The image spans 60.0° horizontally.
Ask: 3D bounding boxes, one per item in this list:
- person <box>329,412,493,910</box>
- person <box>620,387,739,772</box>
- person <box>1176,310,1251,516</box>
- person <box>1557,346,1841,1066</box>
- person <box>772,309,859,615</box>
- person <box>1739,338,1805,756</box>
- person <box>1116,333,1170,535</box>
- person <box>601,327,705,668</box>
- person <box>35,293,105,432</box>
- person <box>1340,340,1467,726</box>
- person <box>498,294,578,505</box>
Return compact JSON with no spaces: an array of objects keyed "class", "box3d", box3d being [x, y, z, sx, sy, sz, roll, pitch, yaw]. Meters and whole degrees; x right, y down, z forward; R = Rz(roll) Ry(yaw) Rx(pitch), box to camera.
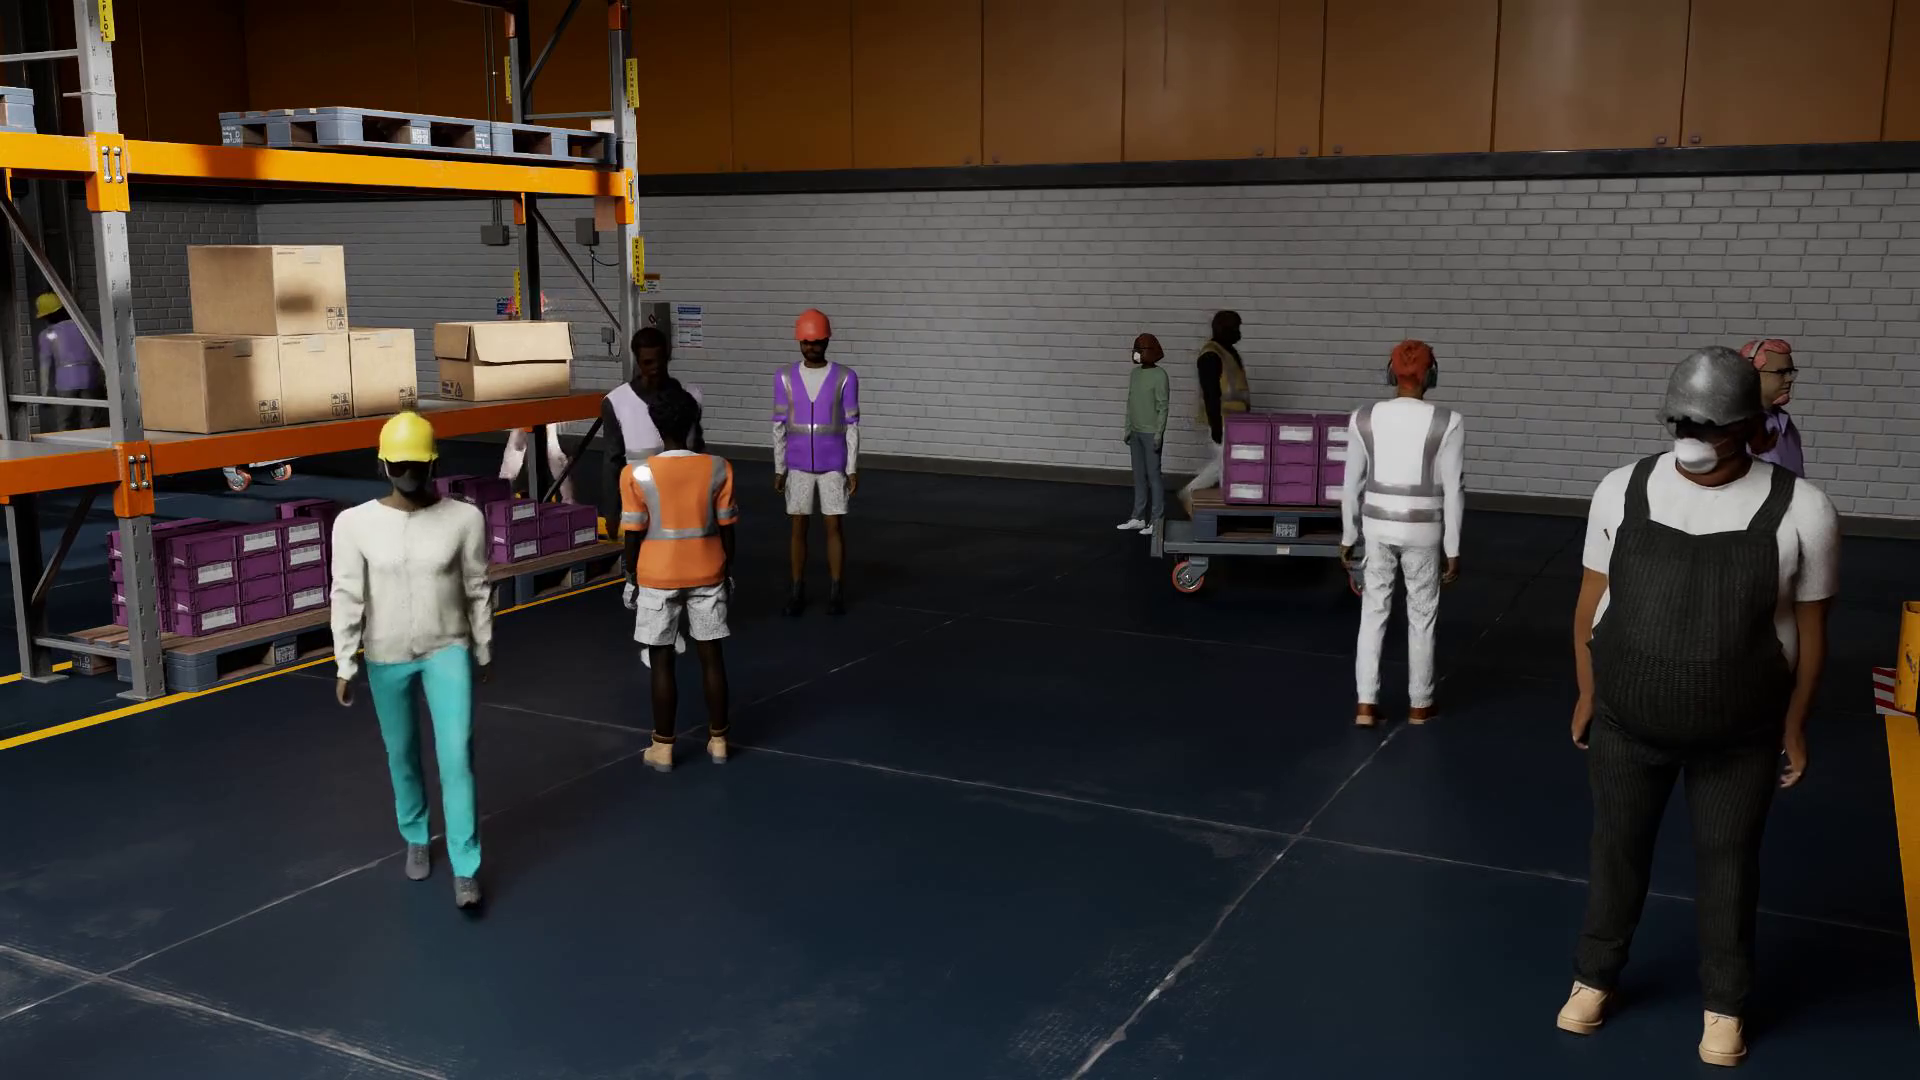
[{"class":"person","box3d":[-1.899,0.427,5.805,0.538,1.732,0.854,-3,10,-16]},{"class":"person","box3d":[-1.237,0.174,7.359,0.540,1.697,0.317,-5,11,-25]},{"class":"person","box3d":[2.151,-0.998,13.807,0.753,1.819,0.641,5,11,28]},{"class":"person","box3d":[2.056,0.462,4.698,0.672,2.000,0.536,6,12,32]},{"class":"person","box3d":[-0.909,-0.478,10.447,0.551,1.932,0.378,1,10,4]},{"class":"person","box3d":[3.532,0.060,7.417,0.653,1.906,0.408,-8,13,-40]},{"class":"person","box3d":[1.508,-0.865,13.560,0.285,1.633,0.498,-6,11,-29]},{"class":"person","box3d":[-1.693,-0.214,9.123,0.634,1.862,0.567,-7,12,-35]},{"class":"person","box3d":[-8.983,-1.548,16.853,0.389,1.884,0.655,8,13,39]},{"class":"person","box3d":[2.122,-0.018,7.989,0.596,1.889,0.485,6,11,31]},{"class":"person","box3d":[-3.645,-1.065,13.791,1.014,1.944,0.649,0,10,0]}]
